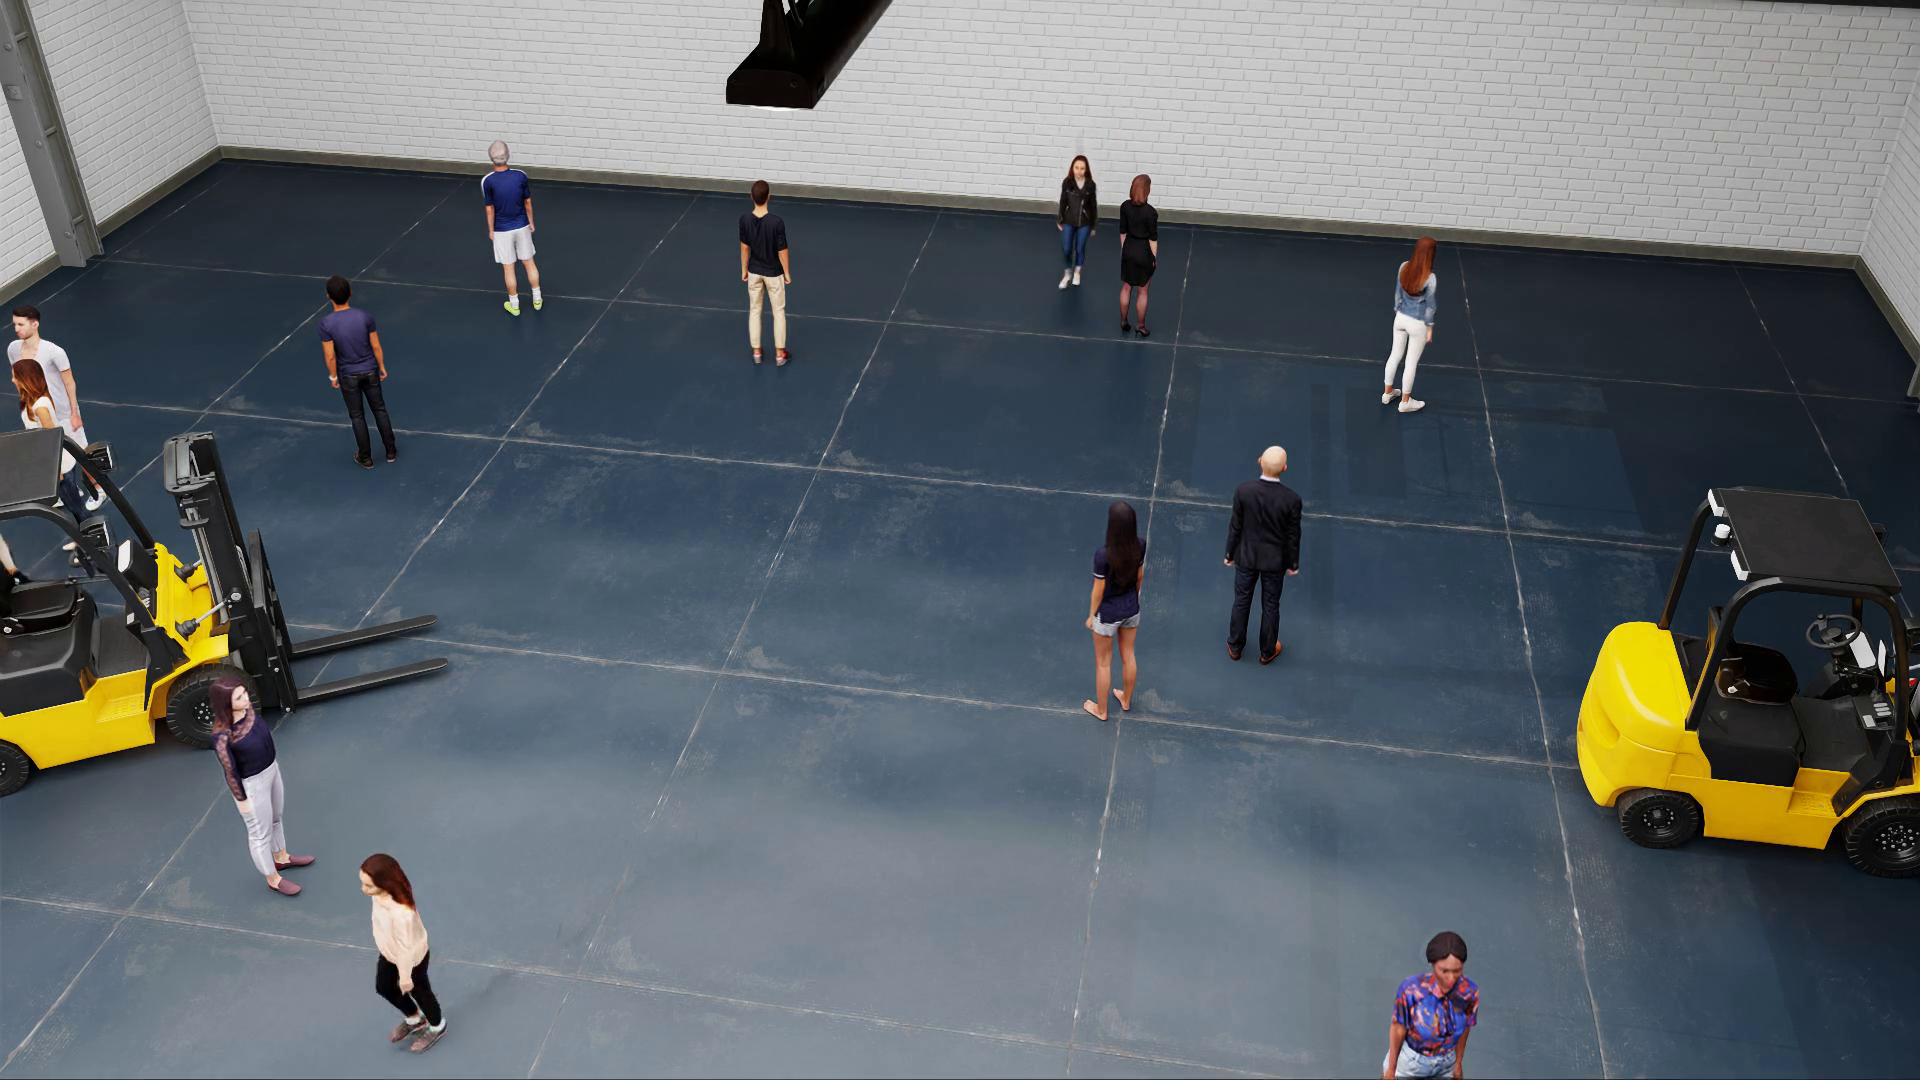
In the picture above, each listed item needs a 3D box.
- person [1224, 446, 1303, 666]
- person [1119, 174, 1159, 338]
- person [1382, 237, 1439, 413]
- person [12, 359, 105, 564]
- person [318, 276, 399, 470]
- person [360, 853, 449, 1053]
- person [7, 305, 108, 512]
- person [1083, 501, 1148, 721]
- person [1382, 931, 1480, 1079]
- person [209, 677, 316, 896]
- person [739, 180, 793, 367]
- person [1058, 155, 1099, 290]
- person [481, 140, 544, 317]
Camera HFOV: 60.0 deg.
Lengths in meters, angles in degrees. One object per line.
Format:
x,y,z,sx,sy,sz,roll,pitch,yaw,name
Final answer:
2.200,0.116,12.150,0.717,1.798,0.606,10,35,15,person
1.783,-2.850,16.696,0.658,1.706,0.657,24,41,32,person
4.185,-2.008,15.432,0.740,1.702,0.680,-21,39,-28,person
-7.217,-0.638,13.297,0.729,1.785,0.677,-23,40,-30,person
-5.261,-1.464,14.532,0.709,1.793,0.755,-19,38,-26,person
-3.031,2.252,9.231,0.712,1.472,0.679,-29,43,-36,person
-7.600,-1.115,13.950,0.665,1.856,0.545,6,34,8,person
1.090,0.501,11.600,0.653,1.767,0.694,-17,37,-23,person
2.335,2.634,8.414,0.636,1.741,0.596,-3,34,-4,person
-4.318,1.492,10.252,0.697,1.608,0.523,0,34,0,person
-1.888,-2.596,16.183,0.639,1.851,0.551,7,34,10,person
1.261,-3.438,17.794,0.597,1.470,0.616,6,34,9,person
-4.627,-3.223,17.138,0.716,1.837,0.765,-19,38,-27,person
